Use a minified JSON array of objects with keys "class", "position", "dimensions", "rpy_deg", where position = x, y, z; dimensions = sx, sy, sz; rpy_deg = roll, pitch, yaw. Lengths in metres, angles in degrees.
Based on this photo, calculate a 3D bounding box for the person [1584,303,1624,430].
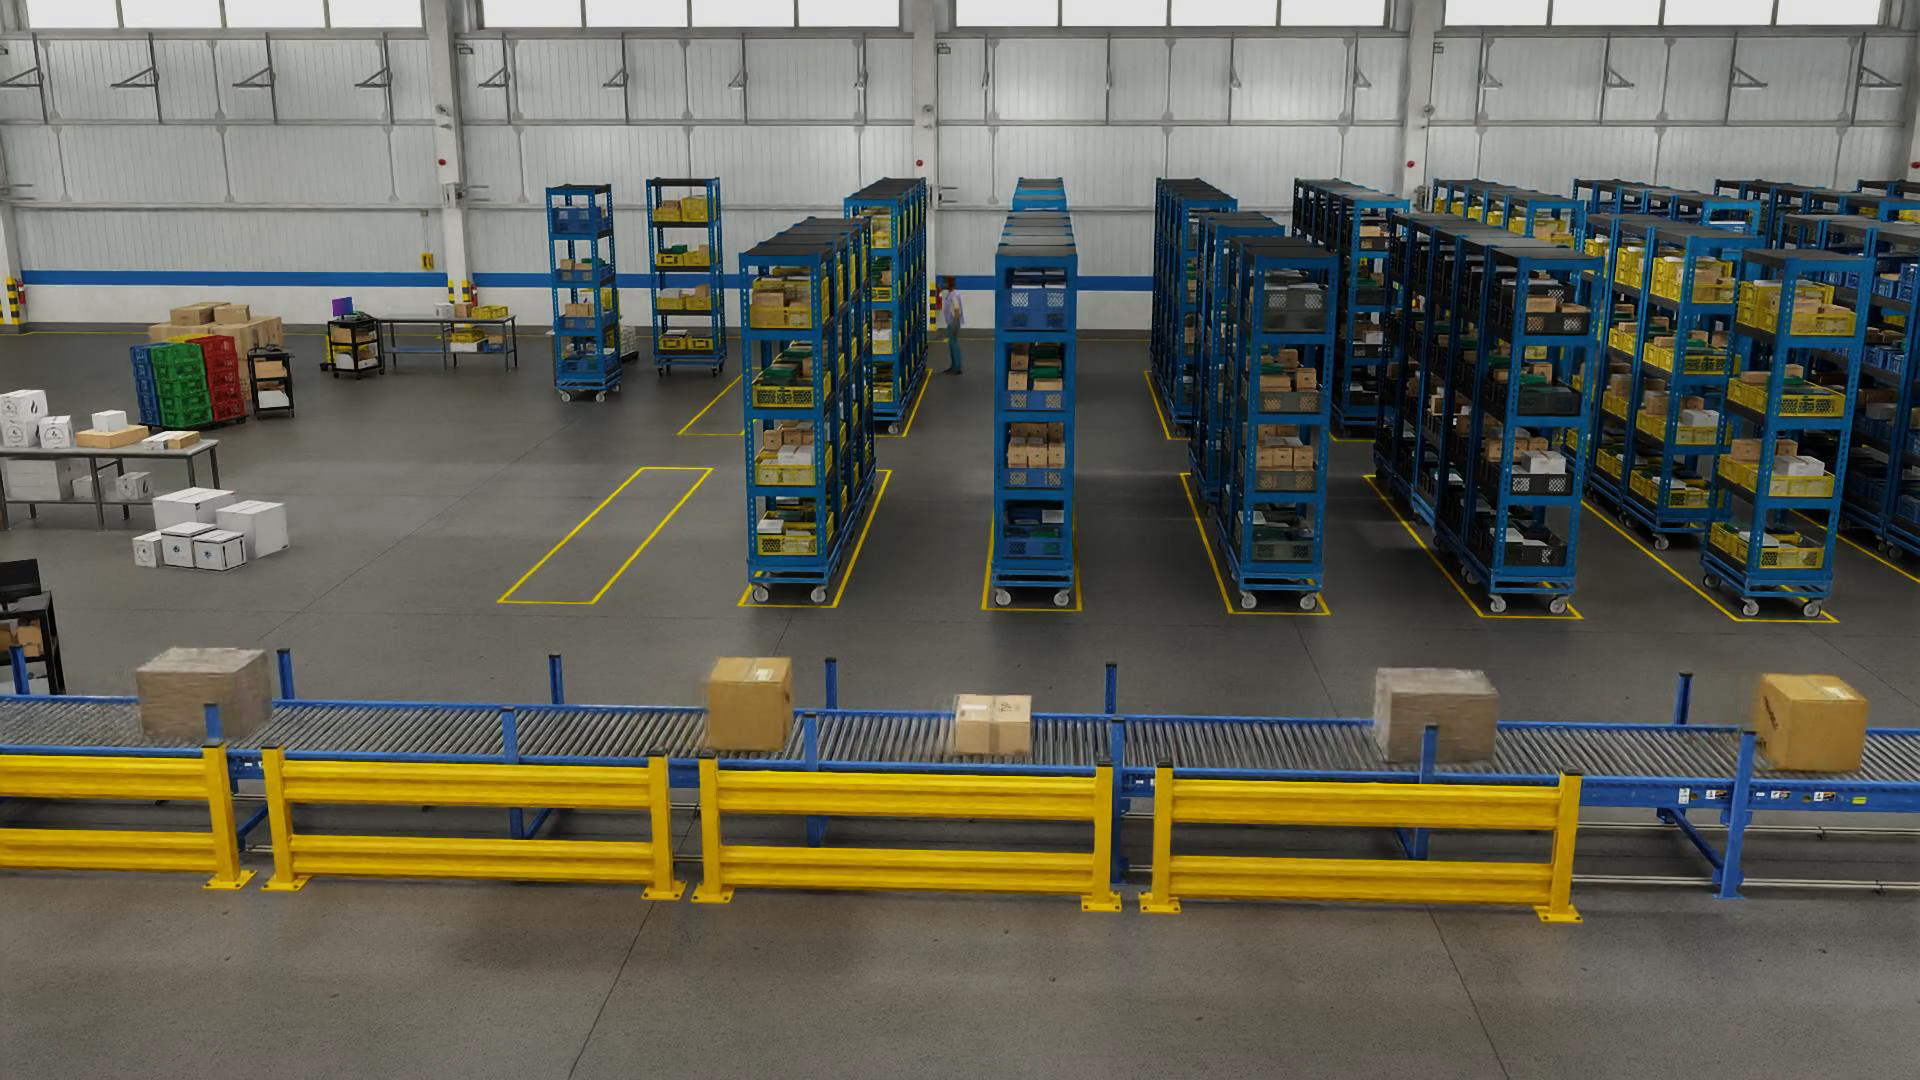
[{"class":"person","position":[10.107,-2.728,25.915],"dimensions":[0.608,1.976,0.775],"rpy_deg":[-1,15,-5]}]

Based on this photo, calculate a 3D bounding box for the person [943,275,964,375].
[{"class":"person","position":[-0.114,-3.992,30.866],"dimensions":[0.374,1.840,0.569],"rpy_deg":[-2,15,-7]}]
